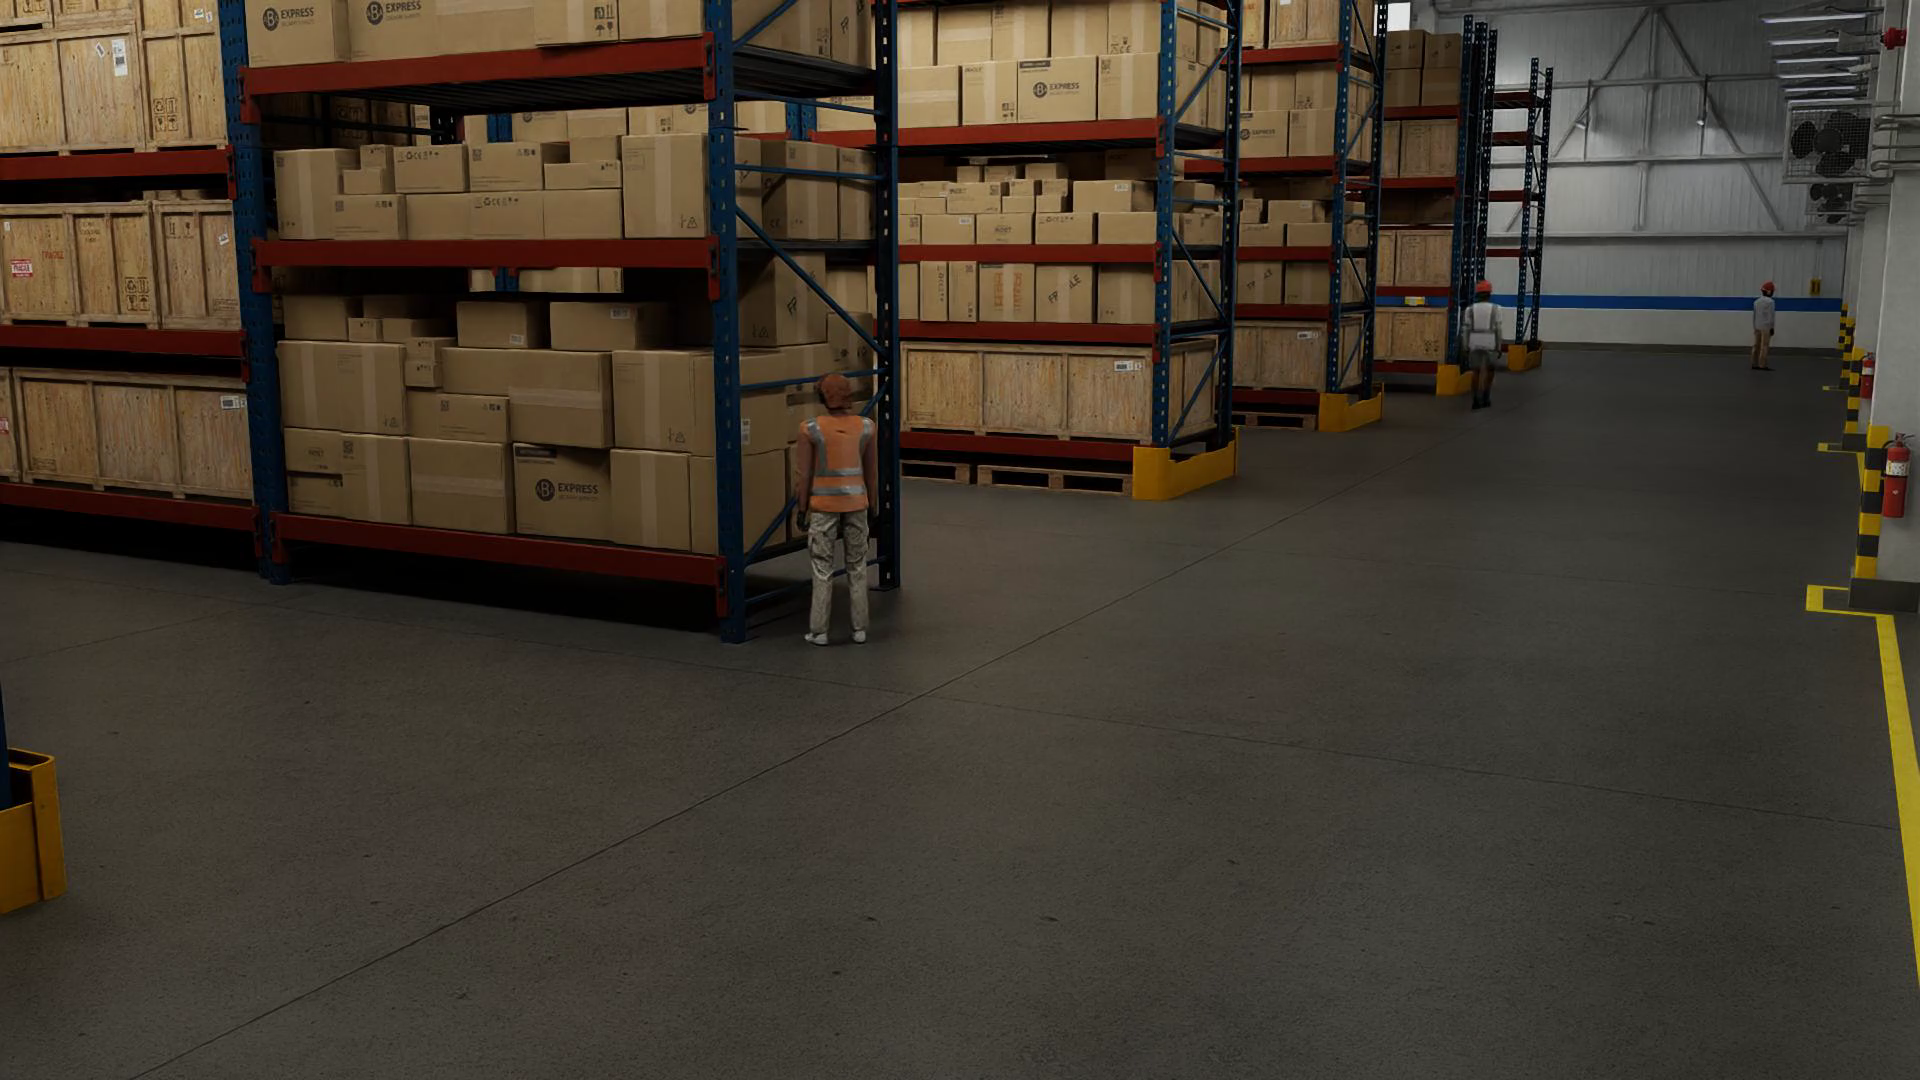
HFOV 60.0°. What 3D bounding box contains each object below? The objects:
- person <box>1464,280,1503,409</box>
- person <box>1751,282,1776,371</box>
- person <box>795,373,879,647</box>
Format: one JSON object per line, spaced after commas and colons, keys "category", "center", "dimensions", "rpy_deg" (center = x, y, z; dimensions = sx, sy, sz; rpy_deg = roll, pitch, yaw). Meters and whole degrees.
{"category": "person", "center": [7.848, -2.920, 24.925], "dimensions": [0.584, 1.916, 0.577], "rpy_deg": [5, 11, 27]}
{"category": "person", "center": [15.983, -4.236, 33.026], "dimensions": [0.334, 1.753, 0.562], "rpy_deg": [-2, 10, -10]}
{"category": "person", "center": [-0.723, -0.177, 9.887], "dimensions": [0.520, 1.630, 0.321], "rpy_deg": [-4, 11, -22]}
